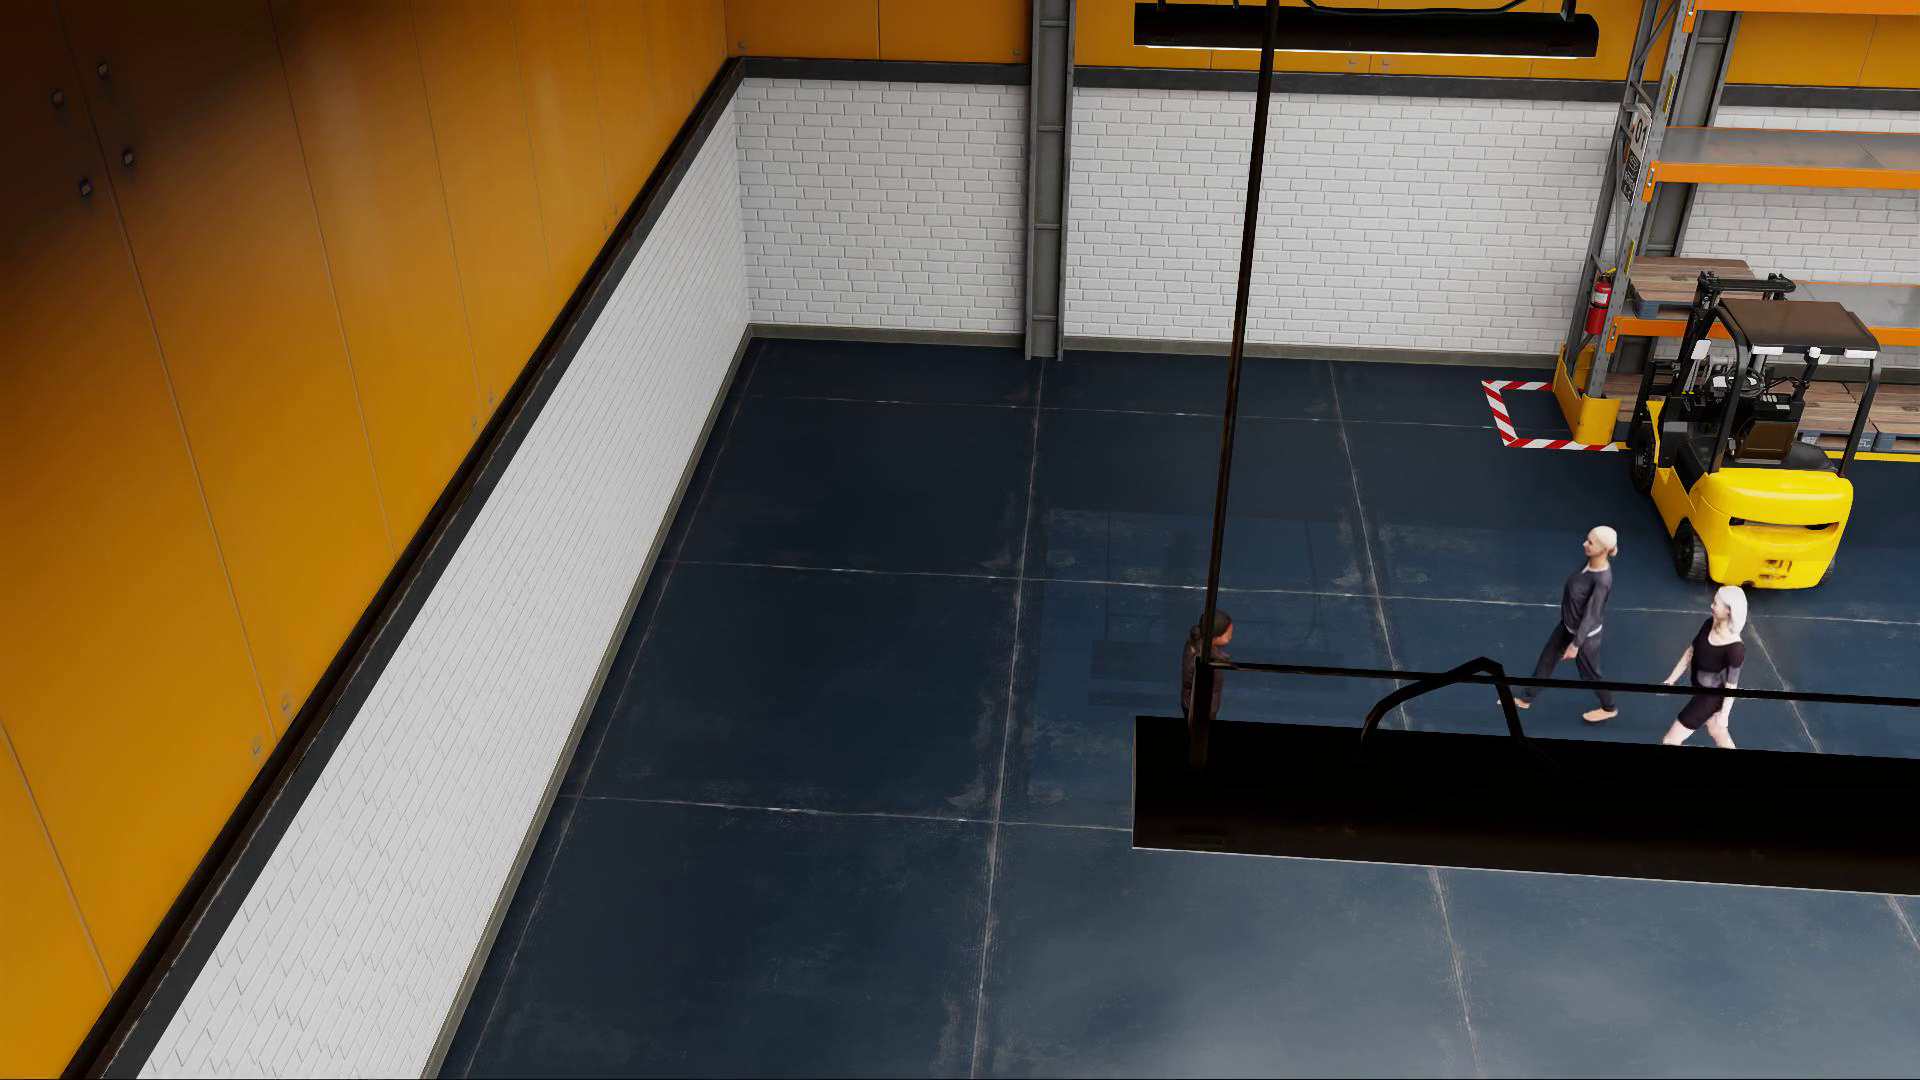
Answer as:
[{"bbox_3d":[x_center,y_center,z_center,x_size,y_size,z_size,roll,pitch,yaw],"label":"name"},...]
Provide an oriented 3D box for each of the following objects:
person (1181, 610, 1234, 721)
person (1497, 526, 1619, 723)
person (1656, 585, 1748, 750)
[{"bbox_3d":[1.638,1.164,11.420,0.661,1.660,0.612,-2,34,-2],"label":"person"},{"bbox_3d":[4.630,0.654,12.165,1.082,1.685,0.626,3,34,5],"label":"person"},{"bbox_3d":[5.209,1.098,11.422,1.247,1.769,0.669,-1,34,-2],"label":"person"}]
